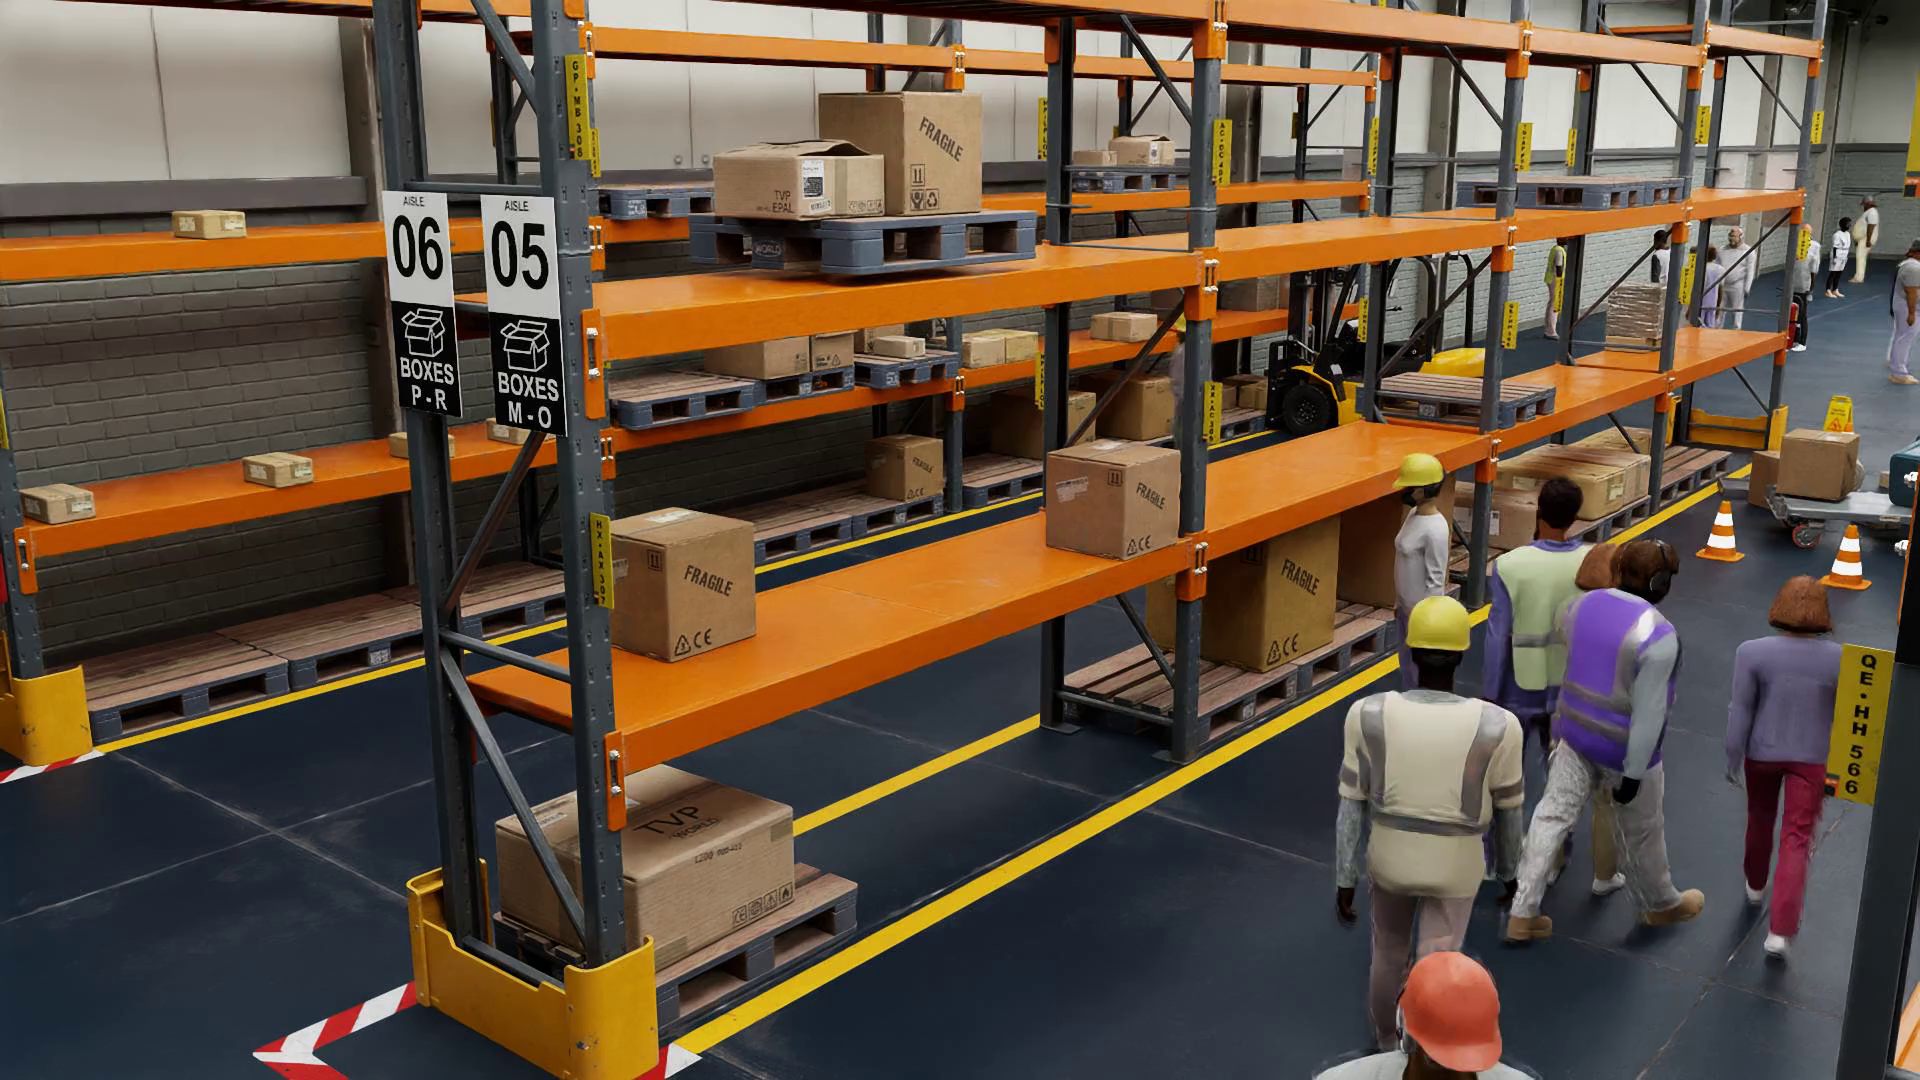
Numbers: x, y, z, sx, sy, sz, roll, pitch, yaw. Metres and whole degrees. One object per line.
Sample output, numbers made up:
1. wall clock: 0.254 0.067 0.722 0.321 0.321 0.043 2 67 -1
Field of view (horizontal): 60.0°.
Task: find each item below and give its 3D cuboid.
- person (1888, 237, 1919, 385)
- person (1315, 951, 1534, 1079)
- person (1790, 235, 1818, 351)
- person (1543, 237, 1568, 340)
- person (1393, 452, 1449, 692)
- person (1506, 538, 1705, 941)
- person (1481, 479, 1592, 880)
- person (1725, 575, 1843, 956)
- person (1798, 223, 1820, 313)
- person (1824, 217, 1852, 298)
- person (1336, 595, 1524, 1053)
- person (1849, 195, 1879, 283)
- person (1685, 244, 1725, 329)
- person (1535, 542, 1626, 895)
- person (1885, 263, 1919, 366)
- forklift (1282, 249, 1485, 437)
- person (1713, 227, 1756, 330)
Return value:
1. person: 13.232 -3.193 23.067 0.536 2.000 0.681 6 15 24
2. person: 1.072 1.689 3.889 0.566 1.712 0.861 0 14 2
3. person: 13.370 -3.941 26.495 0.327 1.863 0.508 -5 15 -20
4. person: 10.000 -4.281 27.900 0.390 1.846 0.564 2 14 10
5. person: 2.472 0.391 9.049 0.313 1.767 0.523 0 14 -2
6. person: 2.787 0.866 7.109 1.002 1.785 0.635 -6 15 -21
7. person: 2.694 0.653 7.751 0.613 1.890 0.500 -2 14 -9
8. person: 3.552 0.945 7.159 0.484 1.588 0.870 8 16 28
9. person: 16.004 -5.141 31.627 0.576 1.732 0.651 6 15 24
10. person: 18.465 -5.926 34.926 0.532 1.691 0.322 -10 17 -35
11. person: 1.658 1.109 5.867 0.607 1.884 0.938 6 15 24
12. person: 20.996 -7.007 38.598 0.548 2.000 0.776 6 15 24
13. person: 10.839 -3.380 24.236 0.520 1.842 0.330 -2 14 -10
14. person: 2.885 0.812 7.606 0.507 1.631 0.273 9 16 31
15. person: 14.131 -3.506 24.832 0.673 1.809 0.587 -4 14 -16
16. forklift: 4.886 -2.214 18.767 2.313 2.155 1.214 11 18 38
17. person: 12.659 -4.172 27.333 0.403 1.906 0.650 -13 19 -43
